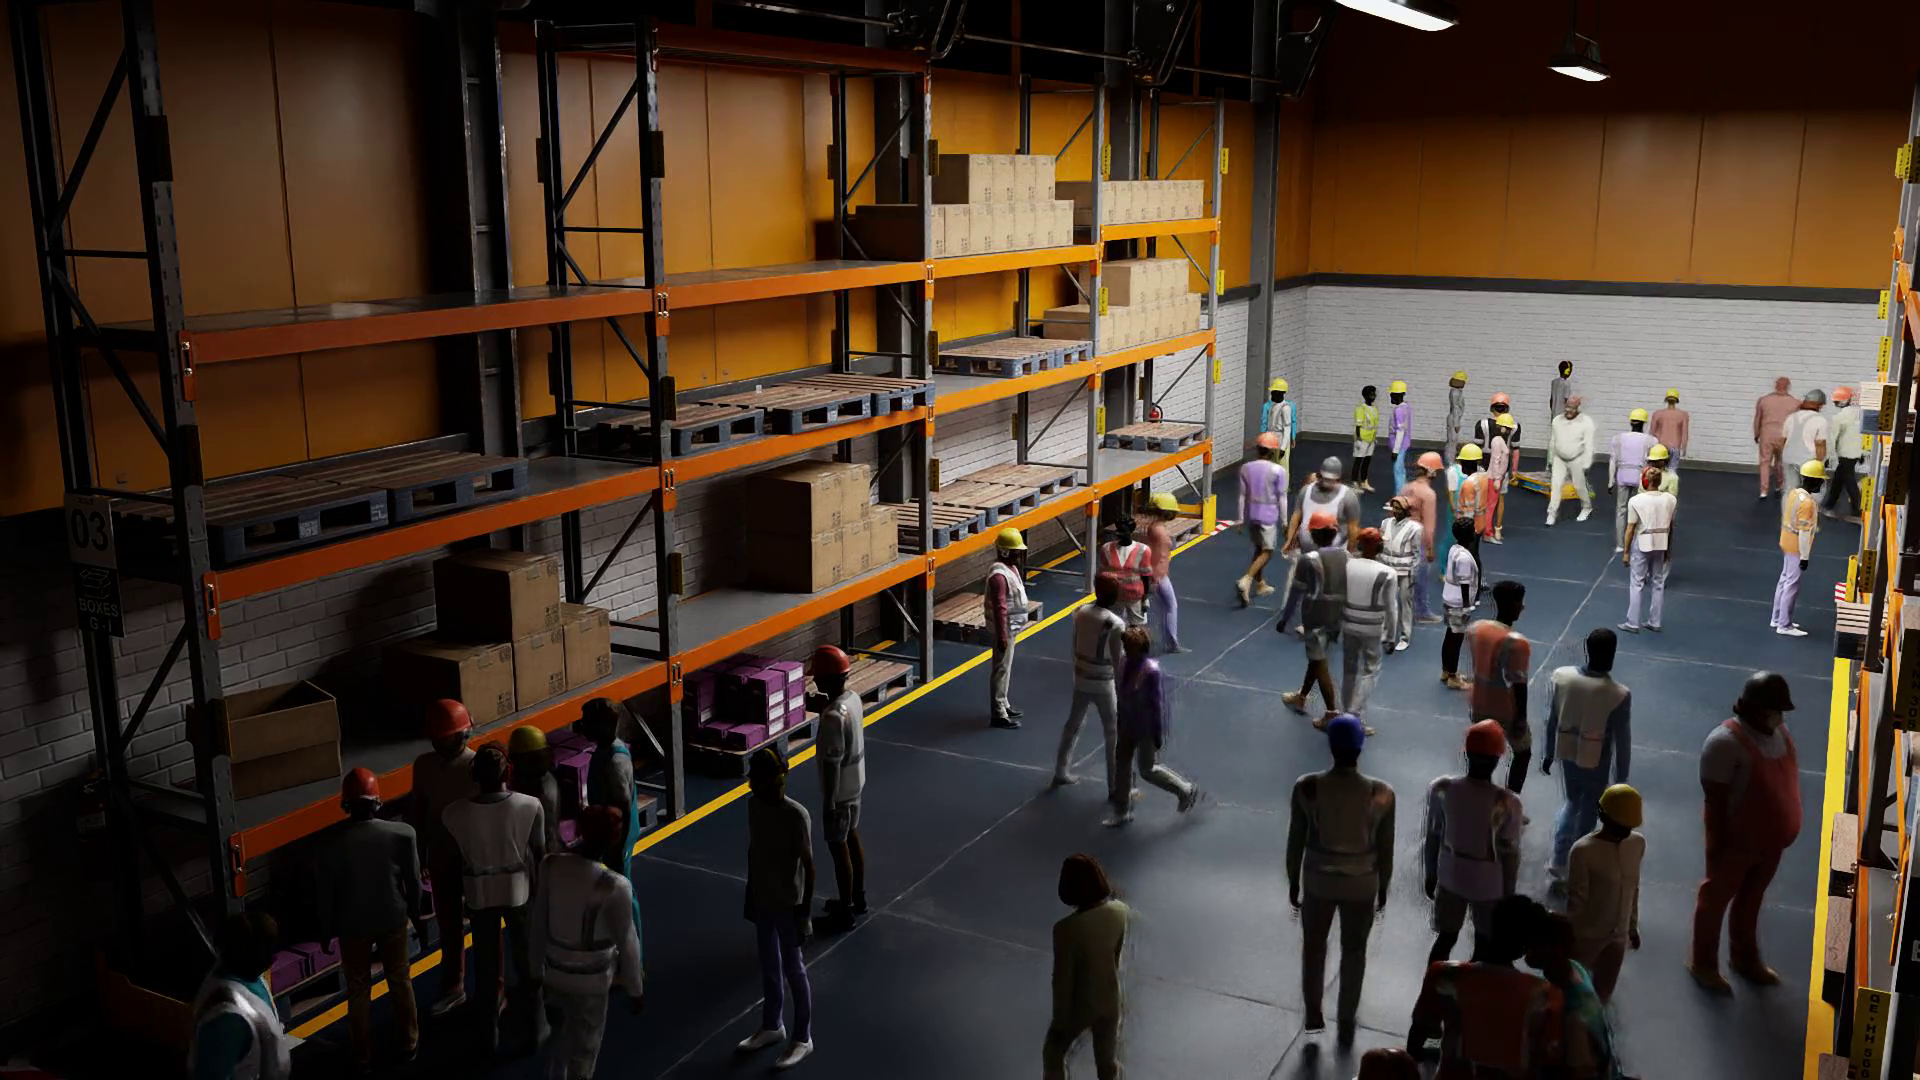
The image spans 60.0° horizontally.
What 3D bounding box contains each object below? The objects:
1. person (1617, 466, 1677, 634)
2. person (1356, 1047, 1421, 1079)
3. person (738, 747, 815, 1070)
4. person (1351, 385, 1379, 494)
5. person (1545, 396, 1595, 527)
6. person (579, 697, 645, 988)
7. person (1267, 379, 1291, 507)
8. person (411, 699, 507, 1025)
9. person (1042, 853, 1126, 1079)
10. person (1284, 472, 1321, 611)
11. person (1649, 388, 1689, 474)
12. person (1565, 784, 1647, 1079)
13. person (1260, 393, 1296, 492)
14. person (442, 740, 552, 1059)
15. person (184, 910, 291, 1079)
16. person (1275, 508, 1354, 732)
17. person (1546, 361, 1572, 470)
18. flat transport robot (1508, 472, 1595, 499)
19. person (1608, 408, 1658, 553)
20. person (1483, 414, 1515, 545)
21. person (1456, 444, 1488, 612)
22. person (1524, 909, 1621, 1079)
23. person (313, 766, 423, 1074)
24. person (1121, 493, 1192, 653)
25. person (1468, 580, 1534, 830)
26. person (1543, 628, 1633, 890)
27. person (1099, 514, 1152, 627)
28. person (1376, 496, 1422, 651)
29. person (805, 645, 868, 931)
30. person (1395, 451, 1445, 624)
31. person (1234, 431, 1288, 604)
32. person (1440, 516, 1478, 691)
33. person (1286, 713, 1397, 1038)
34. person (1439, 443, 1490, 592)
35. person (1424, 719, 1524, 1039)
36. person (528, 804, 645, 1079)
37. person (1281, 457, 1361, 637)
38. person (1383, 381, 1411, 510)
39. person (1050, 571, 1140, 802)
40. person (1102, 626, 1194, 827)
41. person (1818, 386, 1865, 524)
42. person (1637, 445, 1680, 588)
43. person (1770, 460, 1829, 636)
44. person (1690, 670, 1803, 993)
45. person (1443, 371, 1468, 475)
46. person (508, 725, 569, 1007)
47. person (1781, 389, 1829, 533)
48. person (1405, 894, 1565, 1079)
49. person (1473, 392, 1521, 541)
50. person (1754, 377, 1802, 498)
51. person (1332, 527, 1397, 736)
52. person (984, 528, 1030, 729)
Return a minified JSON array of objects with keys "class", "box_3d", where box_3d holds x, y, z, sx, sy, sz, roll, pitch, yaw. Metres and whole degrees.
[{"class":"person","box_3d":[7.472,0.116,18.057,0.560,1.836,0.388,-3,13,-13]},{"class":"person","box_3d":[1.540,2.744,6.130,0.403,1.904,0.651,-2,13,-11]},{"class":"person","box_3d":[-1.029,2.048,9.340,0.533,1.864,0.311,11,17,41]},{"class":"person","box_3d":[6.323,-1.570,25.915,0.540,1.695,0.317,-11,17,-41]},{"class":"person","box_3d":[8.710,-1.145,23.673,0.692,1.858,0.967,12,17,43]},{"class":"person","box_3d":[-2.147,1.849,10.273,0.325,1.843,0.517,-5,13,-19]},{"class":"person","box_3d":[4.744,-1.453,24.864,0.364,1.930,0.588,-3,13,-12]},{"class":"person","box_3d":[-2.944,1.883,9.782,0.623,1.992,0.396,3,13,15]},{"class":"person","box_3d":[0.604,2.360,8.524,0.516,1.609,0.686,-9,15,-34]},{"class":"person","box_3d":[4.047,0.020,19.013,0.858,1.584,0.523,-8,15,-31]},{"class":"person","box_3d":[10.727,-1.438,25.219,0.545,1.733,0.813,5,14,21]},{"class":"person","box_3d":[3.530,2.155,9.105,0.526,1.757,0.343,-6,14,-24]},{"class":"person","box_3d":[4.973,-1.606,25.980,0.573,1.740,0.352,-1,13,-4]},{"class":"person","box_3d":[-2.601,2.042,9.403,0.563,1.848,0.389,-3,13,-11]},{"class":"person","box_3d":[-3.205,2.523,7.346,0.518,1.804,0.645,-5,14,-21]},{"class":"person","box_3d":[3.215,0.702,15.062,0.613,2.002,0.899,-8,15,-32]},{"class":"person","box_3d":[10.022,-2.054,27.704,0.328,1.867,0.509,-3,13,-15]},{"class":"flat transport robot","box_3d":[9.236,-0.875,26.021,0.652,0.197,1.431,-3,13,-13]},{"class":"person","box_3d":[8.852,-0.770,21.883,0.616,1.906,0.484,7,14,28]},{"class":"person","box_3d":[7.276,-0.830,22.460,0.329,1.762,0.523,6,14,24]},{"class":"person","box_3d":[5.803,-0.141,18.999,0.382,1.924,0.594,8,15,32]},{"class":"person","box_3d":[2.661,2.512,7.396,0.579,1.807,0.562,2,13,8]},{"class":"person","box_3d":[-3.298,2.111,9.307,0.575,1.747,0.336,-7,14,-28]},{"class":"person","box_3d":[1.959,0.360,17.252,0.878,1.721,0.532,-3,13,-13]},{"class":"person","box_3d":[4.158,1.244,12.729,0.482,1.952,0.634,-7,14,-27]},{"class":"person","box_3d":[4.354,1.534,11.545,0.453,1.902,0.627,-9,15,-35]},{"class":"person","box_3d":[1.619,0.564,16.379,0.536,1.693,0.319,4,13,18]},{"class":"person","box_3d":[4.602,0.339,17.496,0.307,1.641,0.514,-11,16,-40]},{"class":"person","box_3d":[-0.828,1.634,11.054,0.385,1.929,0.546,3,13,12]},{"class":"person","box_3d":[4.965,-0.004,18.301,0.814,1.969,0.647,0,13,-2]},{"class":"person","box_3d":[3.466,-0.253,19.321,0.843,2.018,0.621,-12,17,-43]},{"class":"person","box_3d":[4.863,0.605,16.171,0.318,1.700,0.535,1,13,4]},{"class":"person","box_3d":[2.190,1.953,9.603,0.607,1.931,0.521,4,13,16]},{"class":"person","box_3d":[6.067,-0.283,19.938,0.501,1.787,0.948,-2,13,-11]},{"class":"person","box_3d":[2.928,1.973,9.583,0.565,1.912,0.785,9,16,36]},{"class":"person","box_3d":[-1.919,2.241,8.492,0.593,1.853,0.469,7,15,30]},{"class":"person","box_3d":[3.893,0.029,17.981,0.698,2.000,1.063,12,17,43]},{"class":"person","box_3d":[6.470,-1.398,24.623,0.385,1.925,0.591,5,14,22]},{"class":"person","box_3d":[1.114,1.162,13.335,0.436,1.872,0.603,-10,16,-39]},{"class":"person","box_3d":[1.438,1.411,12.759,0.640,1.612,0.546,-7,14,-27]},{"class":"person","box_3d":[12.649,-1.235,23.857,0.641,1.940,0.903,-8,15,-33]},{"class":"person","box_3d":[8.349,-0.276,19.983,0.332,1.760,0.525,-8,15,-33]},{"class":"person","box_3d":[9.116,0.081,18.036,0.409,1.918,0.584,3,13,13]},{"class":"person","box_3d":[4.863,1.767,10.198,0.688,2.000,0.536,-7,14,-27]},{"class":"person","box_3d":[8.178,-1.924,27.414,0.305,1.737,0.484,2,13,10]},{"class":"person","box_3d":[-2.528,1.952,10.071,0.346,1.726,0.510,-6,14,-25]},{"class":"person","box_3d":[11.733,-1.104,23.054,0.621,2.000,0.707,-6,14,-24]},{"class":"person","box_3d":[2.319,2.433,7.478,0.696,1.922,0.632,3,13,14]},{"class":"person","box_3d":[7.256,-0.989,22.578,0.618,2.028,0.410,2,13,7]},{"class":"person","box_3d":[12.590,-1.587,25.658,0.649,1.841,1.039,7,14,29]},{"class":"person","box_3d":[3.588,0.815,14.853,0.590,1.876,0.444,8,15,33]},{"class":"person","box_3d":[0.424,0.785,15.071,0.404,1.827,0.600,2,13,8]}]
